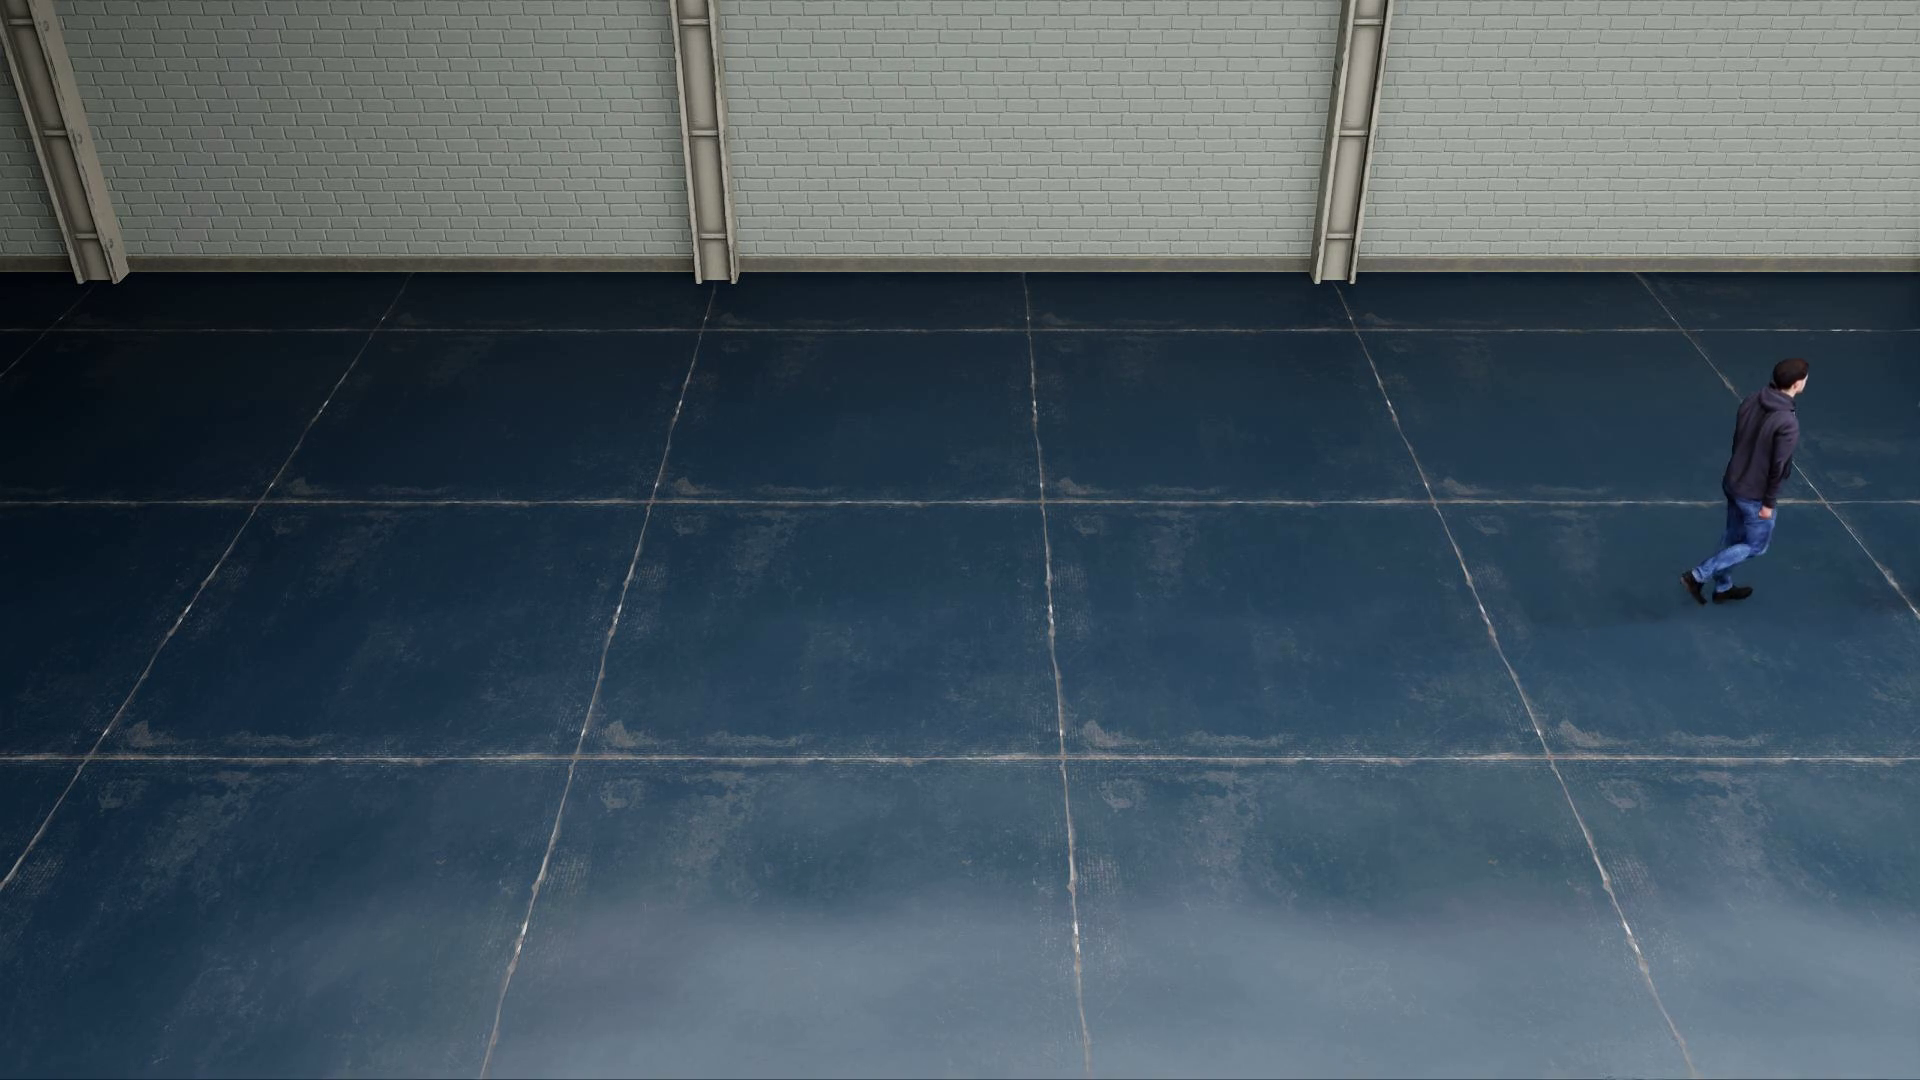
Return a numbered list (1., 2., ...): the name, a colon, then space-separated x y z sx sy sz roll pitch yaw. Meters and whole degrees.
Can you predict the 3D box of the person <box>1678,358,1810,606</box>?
1. person: 5.205 -0.340 11.085 0.954 1.881 0.795 -6 34 -10
